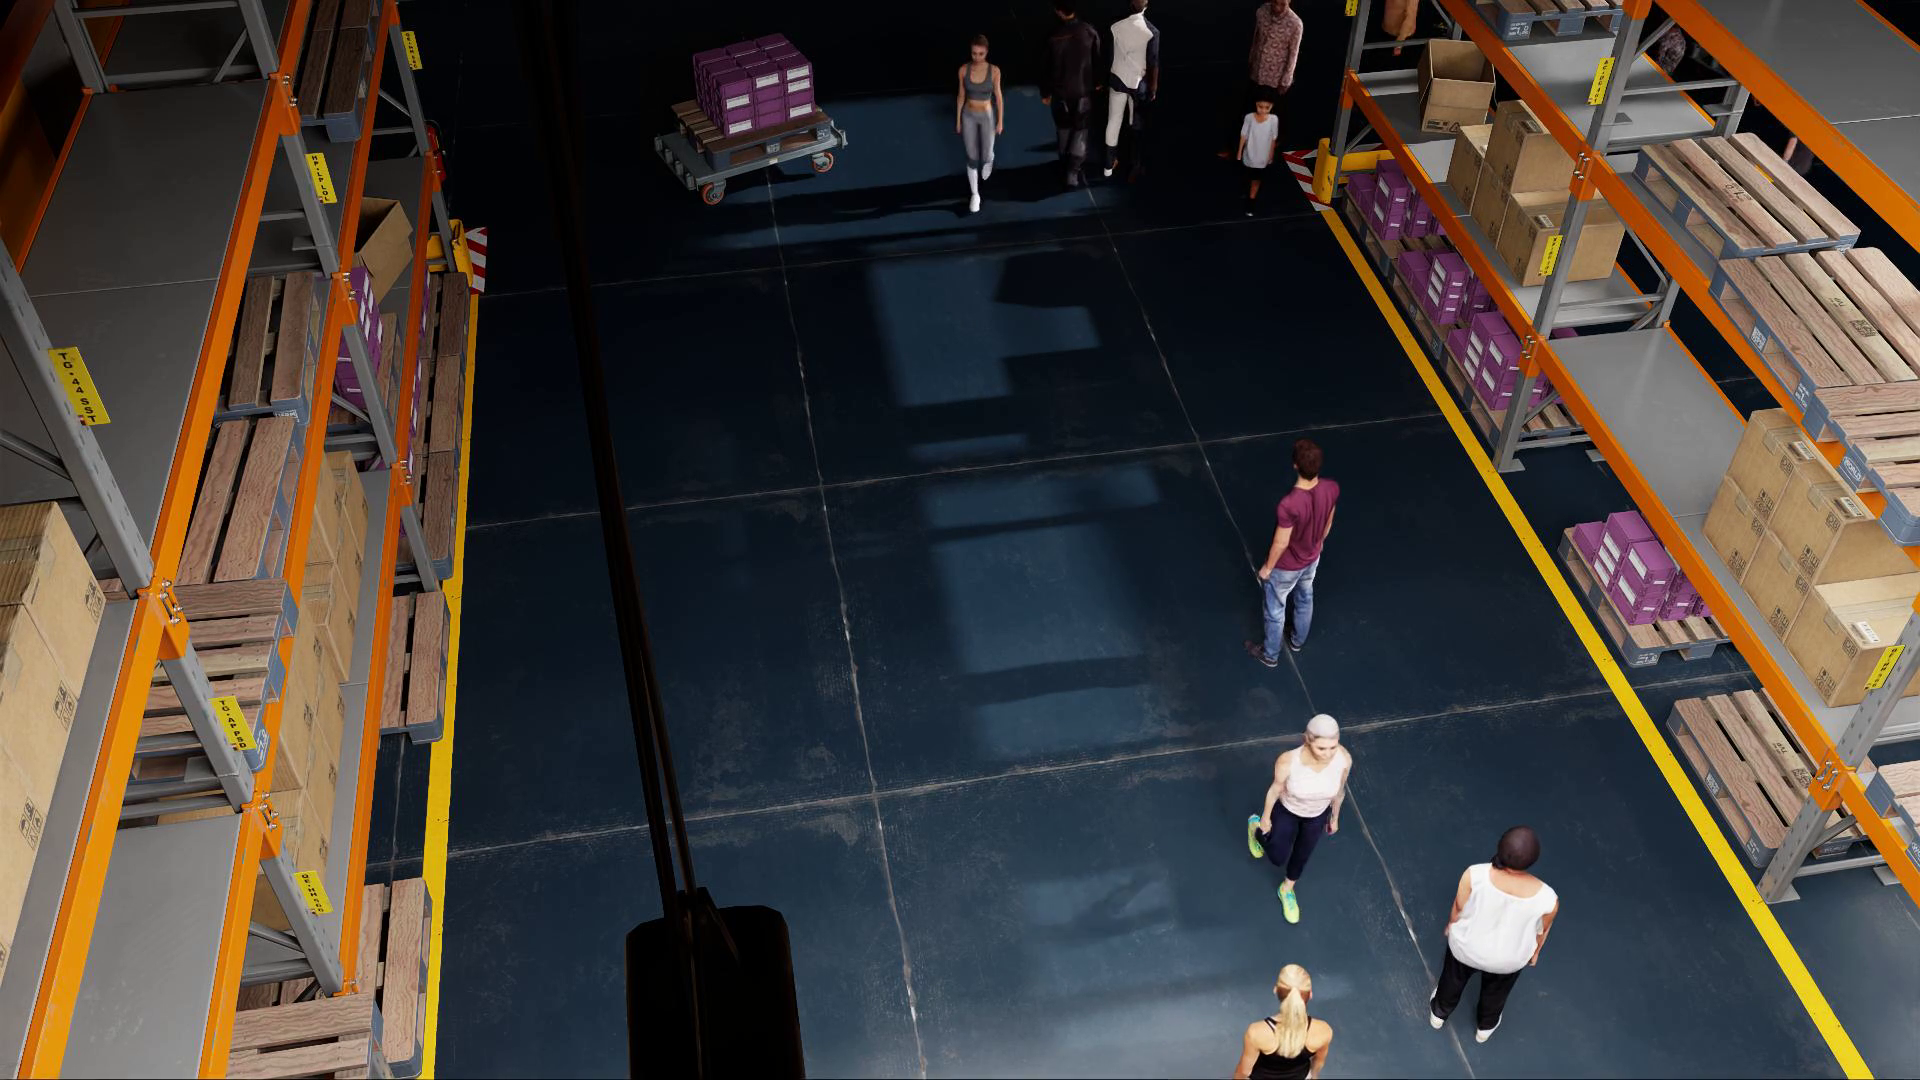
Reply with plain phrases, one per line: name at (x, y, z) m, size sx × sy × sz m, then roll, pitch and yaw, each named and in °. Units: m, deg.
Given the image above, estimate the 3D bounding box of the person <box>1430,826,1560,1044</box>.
person at (2.846, 2.102, 8.906) m, size 0.765 × 1.687 × 0.793 m, roll 17°, pitch 46°, yaw 17°

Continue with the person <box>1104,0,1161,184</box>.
person at (1.565, -4.224, 15.400) m, size 0.765 × 1.891 × 0.795 m, roll 19°, pitch 47°, yaw 19°

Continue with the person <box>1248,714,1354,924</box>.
person at (1.920, 1.499, 9.535) m, size 0.611 × 1.693 × 0.821 m, roll -9°, pitch 44°, yaw -9°

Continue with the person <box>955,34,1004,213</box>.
person at (0.183, -3.862, 15.168) m, size 0.755 × 1.687 × 0.968 m, roll 6°, pitch 44°, yaw 6°

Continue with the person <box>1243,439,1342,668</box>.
person at (2.196, 0.094, 10.899) m, size 0.734 × 1.847 × 0.698 m, roll -24°, pitch 49°, yaw -23°

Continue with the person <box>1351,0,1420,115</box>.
person at (4.343, -4.943, 16.278) m, size 0.945 × 1.720 × 1.172 m, roll -18°, pitch 47°, yaw -18°

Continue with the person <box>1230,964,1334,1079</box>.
person at (1.558, 2.671, 8.191) m, size 0.635 × 1.849 × 0.556 m, roll -2°, pitch 44°, yaw -3°

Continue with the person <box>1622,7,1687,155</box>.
person at (6.428, -4.258, 15.571) m, size 0.806 × 1.704 × 0.745 m, roll 33°, pitch 52°, yaw 29°

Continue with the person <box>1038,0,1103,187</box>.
person at (1.017, -4.110, 15.264) m, size 0.792 × 1.913 × 0.817 m, roll 0°, pitch 44°, yaw 0°

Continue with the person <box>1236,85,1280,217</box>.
person at (2.728, -3.605, 15.217) m, size 0.629 × 1.246 × 0.740 m, roll 9°, pitch 44°, yaw 10°

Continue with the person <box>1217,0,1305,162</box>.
person at (2.989, -4.429, 15.703) m, size 1.206 × 1.769 × 1.209 m, roll 32°, pitch 52°, yaw 29°
